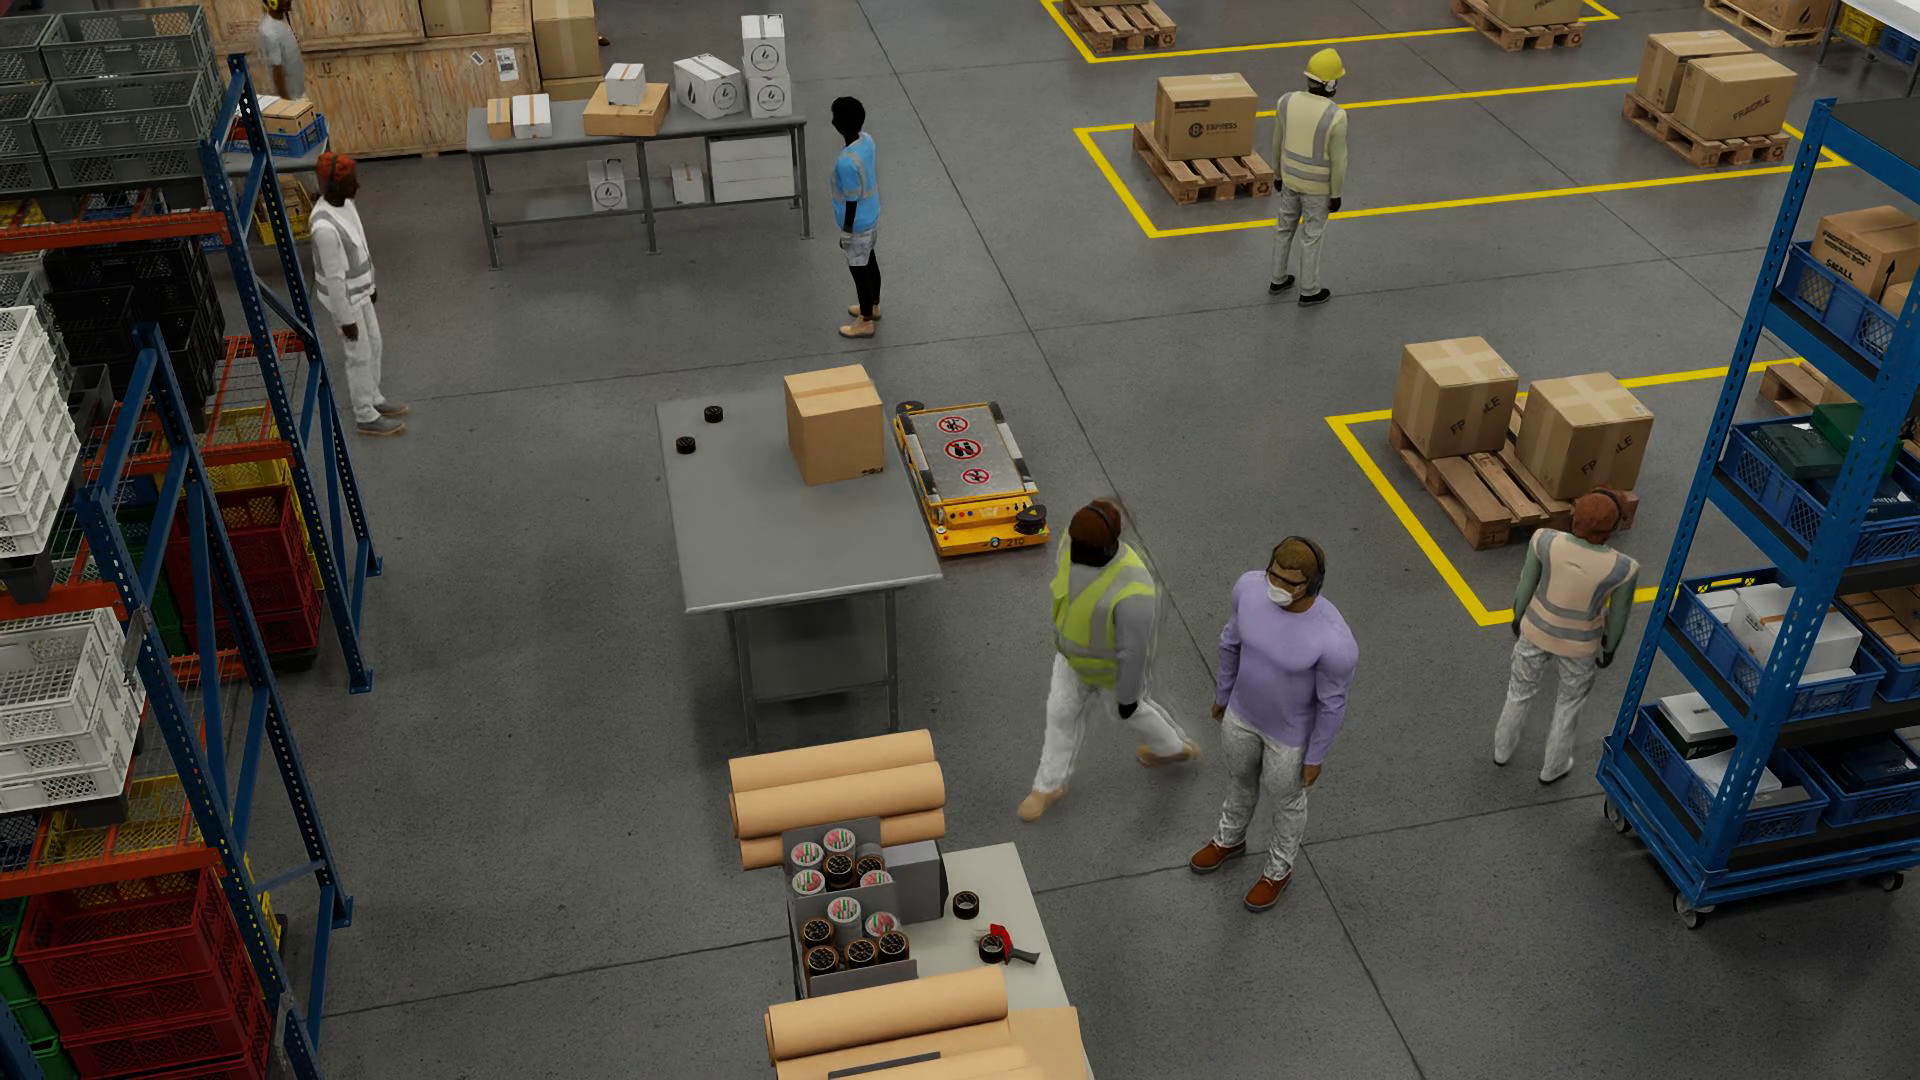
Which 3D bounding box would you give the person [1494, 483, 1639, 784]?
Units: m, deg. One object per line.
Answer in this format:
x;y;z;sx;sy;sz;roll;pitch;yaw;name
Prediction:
2.816;0.457;7.786;0.516;1.629;0.316;21;41;25;person

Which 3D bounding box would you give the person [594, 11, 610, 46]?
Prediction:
-3.658;-5.568;15.659;0.409;1.903;0.639;29;46;33;person

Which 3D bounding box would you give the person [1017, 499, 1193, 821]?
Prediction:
0.705;0.491;7.618;0.897;1.791;0.660;-21;41;-26;person

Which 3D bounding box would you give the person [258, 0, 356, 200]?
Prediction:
-5.213;-3.440;12.845;0.602;1.852;0.520;-7;37;-10;person

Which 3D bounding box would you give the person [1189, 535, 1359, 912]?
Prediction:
1.331;0.776;7.101;0.372;1.940;0.631;-29;45;-33;person

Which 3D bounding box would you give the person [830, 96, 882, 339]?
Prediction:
-0.707;-2.184;11.276;0.317;1.698;0.540;7;37;9;person

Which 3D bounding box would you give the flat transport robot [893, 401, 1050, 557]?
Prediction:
0.046;-0.430;10.108;0.652;0.197;1.431;-8;37;-10;flat transport robot

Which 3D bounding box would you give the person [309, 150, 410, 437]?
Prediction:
-3.722;-1.497;10.209;0.390;1.871;0.586;-4;37;-5;person

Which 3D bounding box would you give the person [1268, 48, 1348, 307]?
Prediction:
2.445;-2.527;11.626;0.404;1.835;0.587;-28;45;-32;person
